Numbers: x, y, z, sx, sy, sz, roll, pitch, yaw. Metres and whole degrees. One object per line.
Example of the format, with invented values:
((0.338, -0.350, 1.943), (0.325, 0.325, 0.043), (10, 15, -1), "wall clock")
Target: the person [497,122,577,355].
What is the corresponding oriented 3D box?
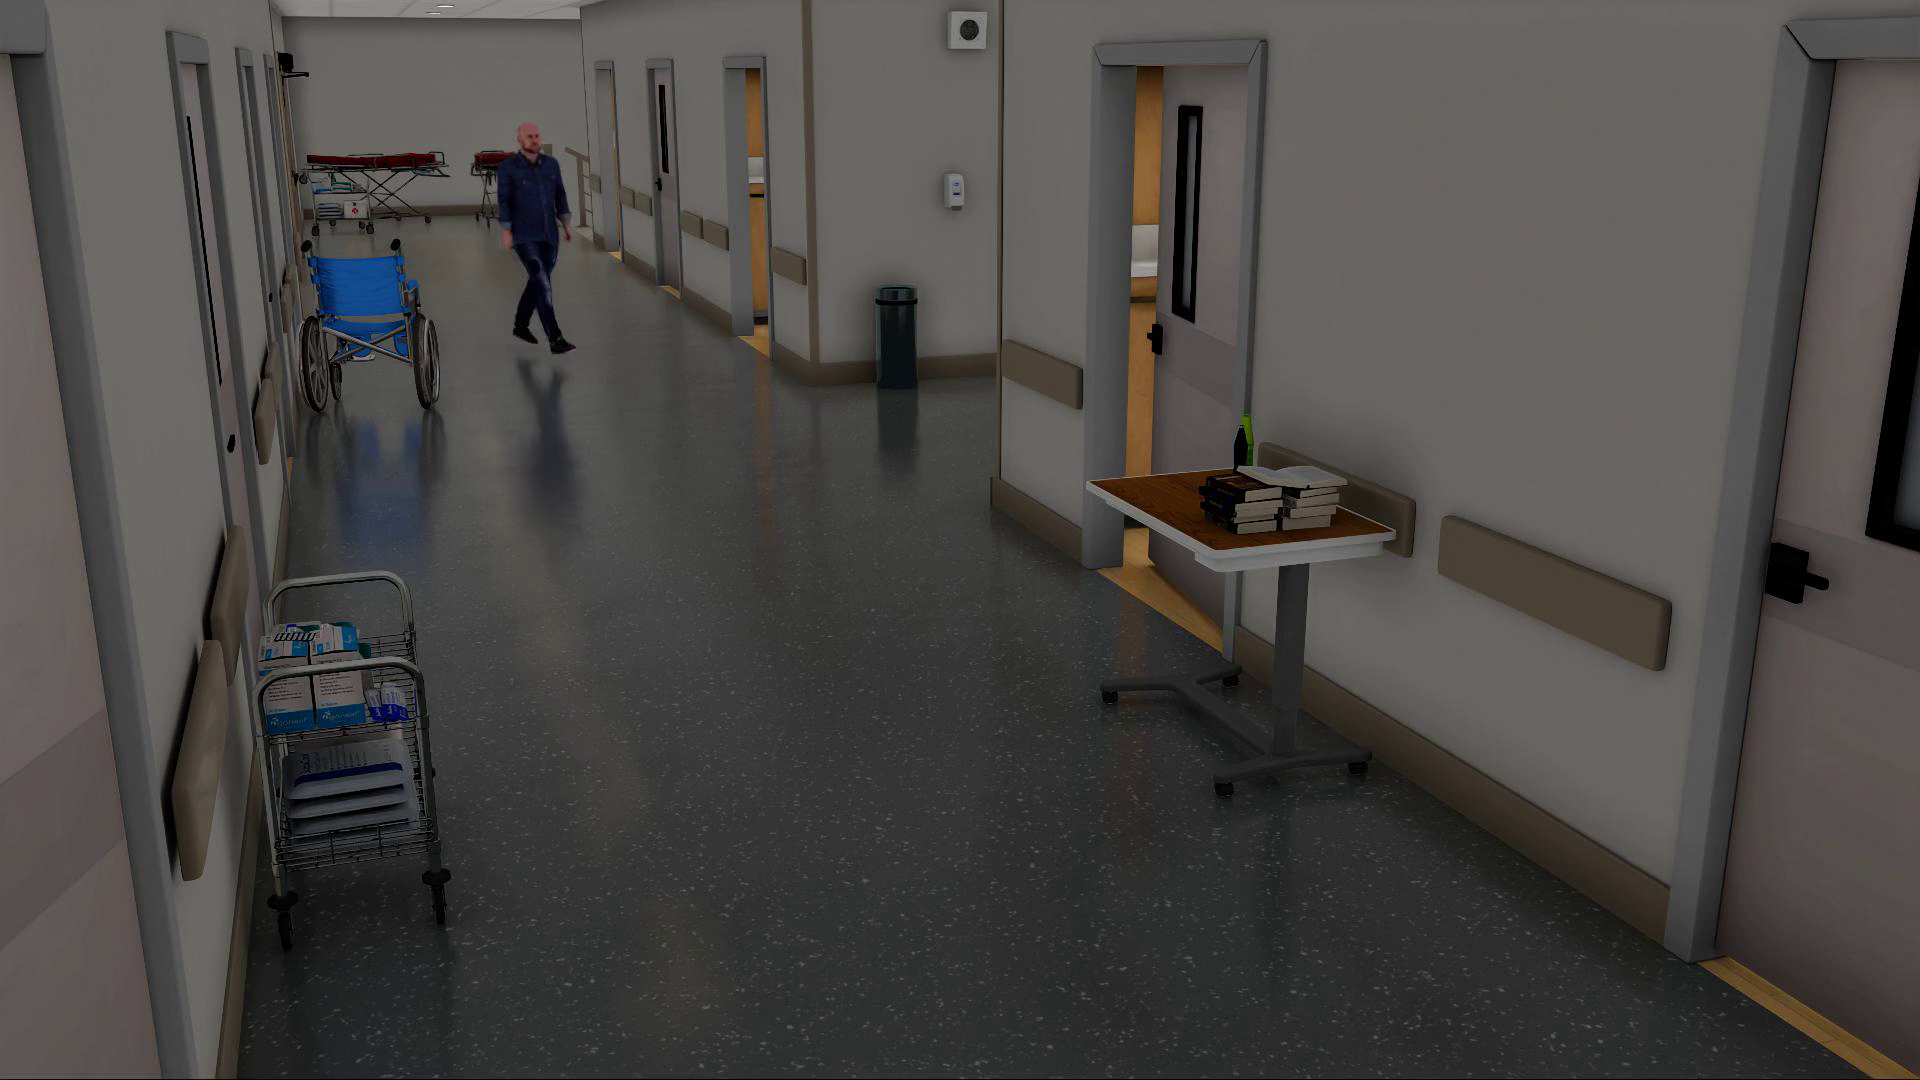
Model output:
((-3.400, -2.356, 13.182), (1.324, 1.770, 1.110), (13, 20, 38), "person")
